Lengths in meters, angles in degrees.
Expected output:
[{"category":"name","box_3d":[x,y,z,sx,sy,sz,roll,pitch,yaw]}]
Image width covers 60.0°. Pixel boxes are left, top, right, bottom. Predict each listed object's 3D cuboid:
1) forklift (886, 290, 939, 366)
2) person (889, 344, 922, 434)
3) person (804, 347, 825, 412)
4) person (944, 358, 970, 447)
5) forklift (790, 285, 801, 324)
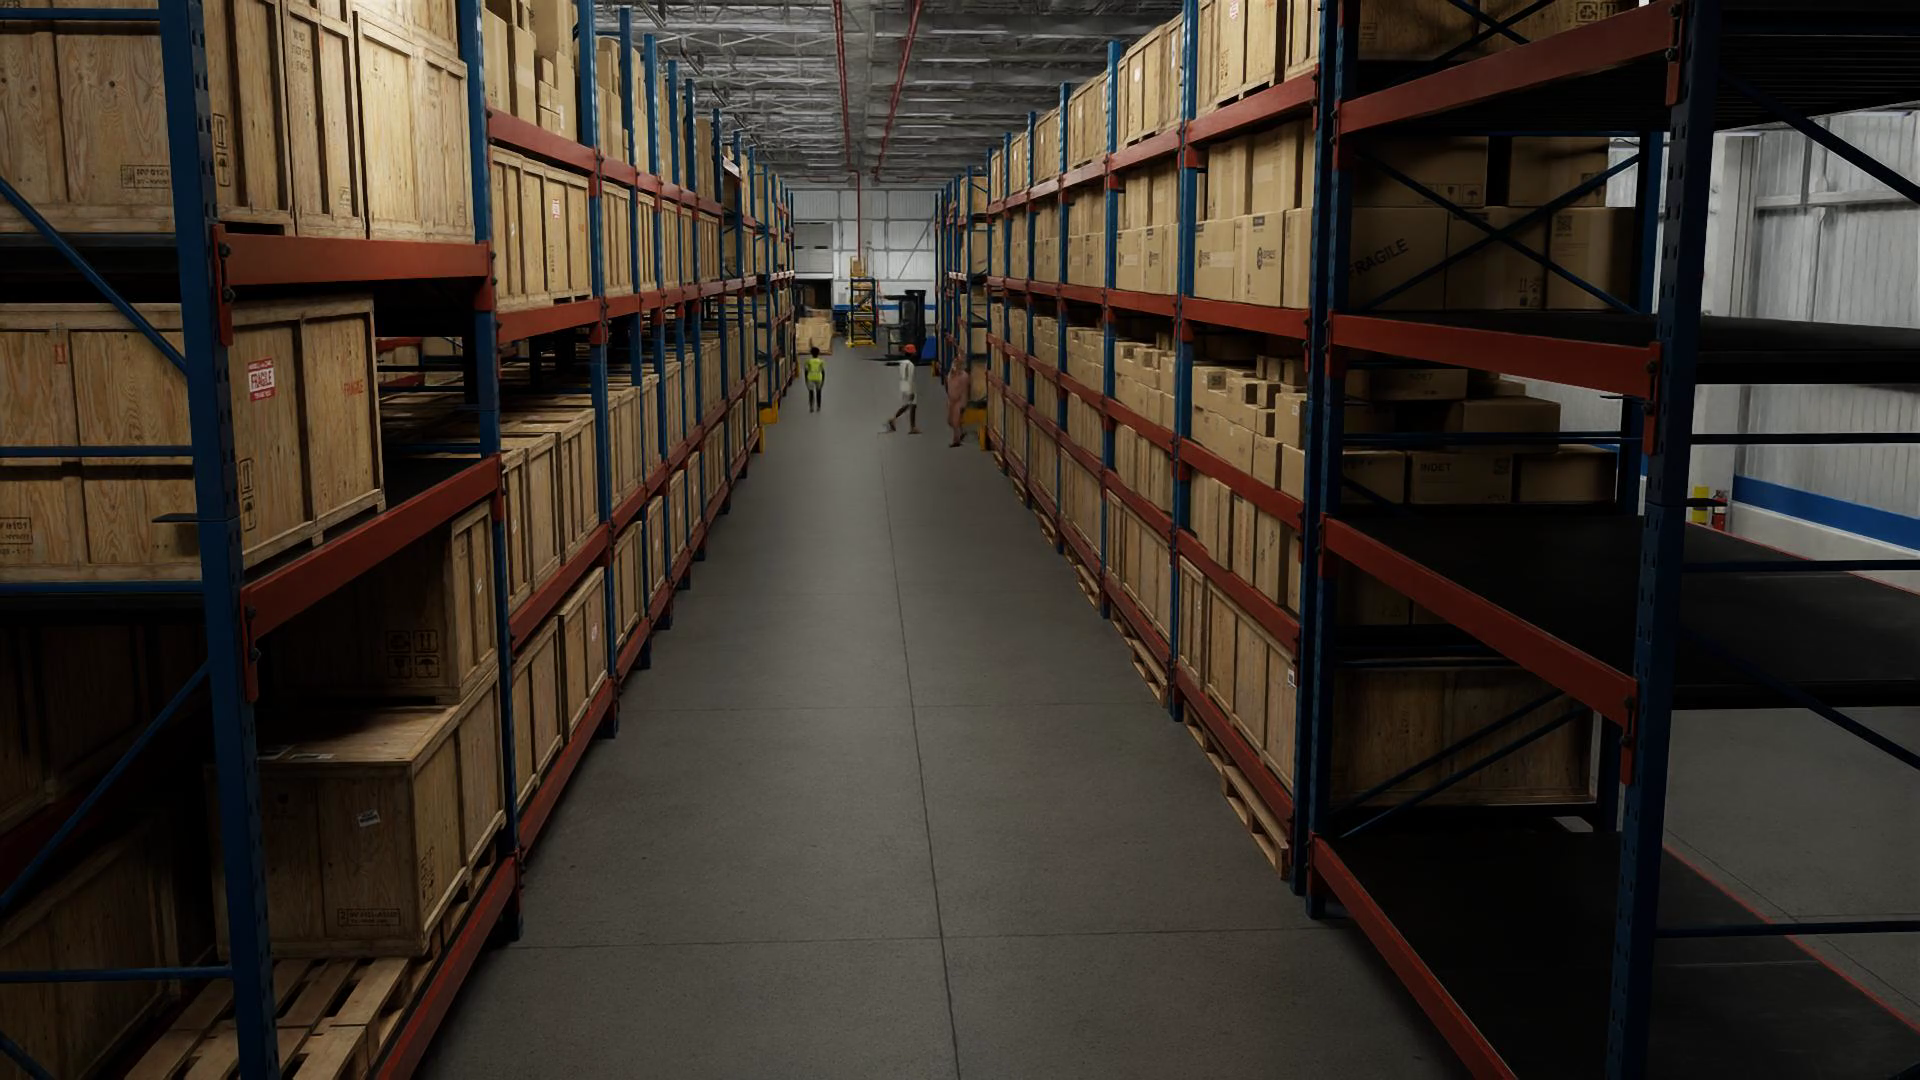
[{"category":"forklift","box_3d":[-1.606,-7.734,60.665,1.873,2.768,1.129,-7,12,-35]},{"category":"person","box_3d":[-1.192,-3.368,37.121,0.687,2.028,0.629,-6,11,-30]},{"category":"person","box_3d":[-3.718,-4.110,42.610,0.542,1.678,0.699,-1,10,-4]},{"category":"person","box_3d":[-0.046,-2.847,34.464,0.482,1.867,0.703,-9,13,-42]},{"category":"forklift","box_3d":[-7.567,-10.021,74.325,1.129,2.768,1.873,5,11,27]}]
